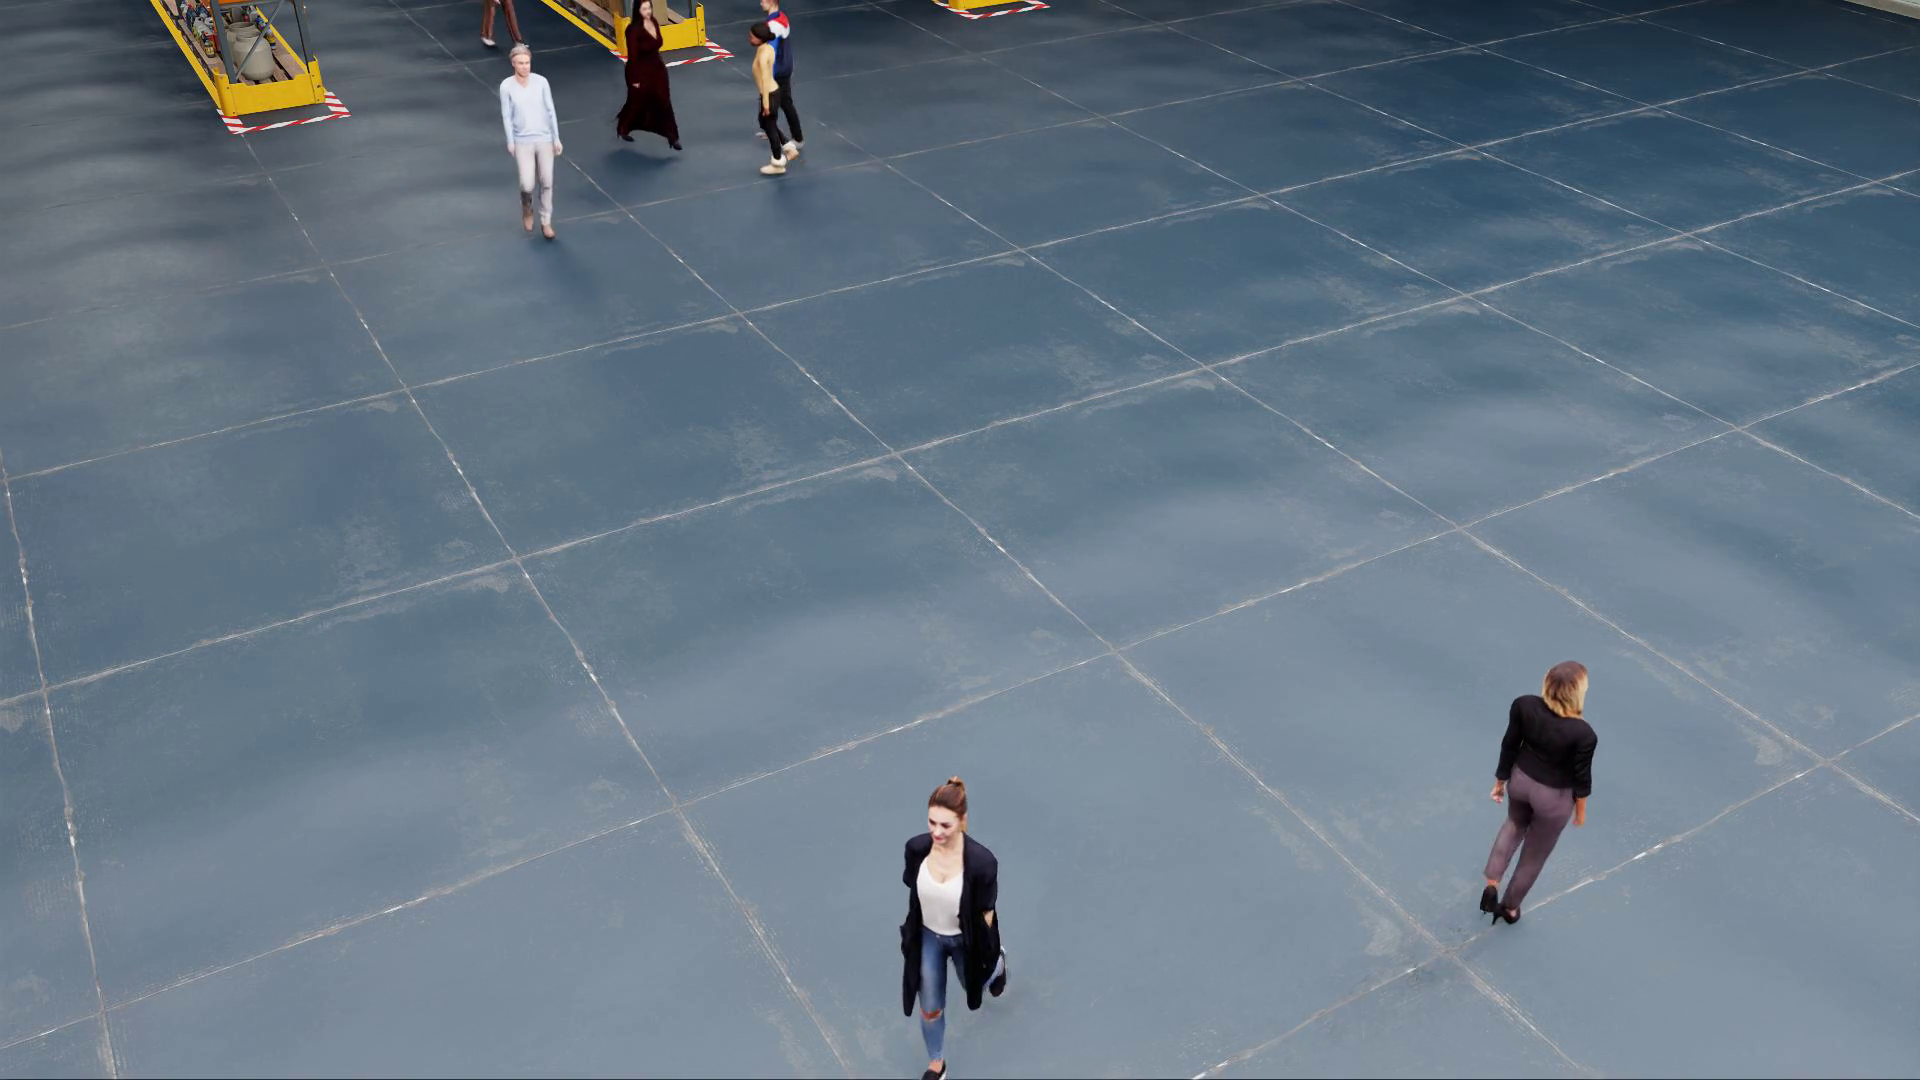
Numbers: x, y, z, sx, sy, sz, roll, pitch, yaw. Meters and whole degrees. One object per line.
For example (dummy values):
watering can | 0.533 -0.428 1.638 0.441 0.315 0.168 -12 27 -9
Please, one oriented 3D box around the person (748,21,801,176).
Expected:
person | -1.961 -4.716 17.751 0.822 1.643 0.766 4 32 6

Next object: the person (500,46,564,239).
person | -4.181 -3.885 16.214 0.668 1.879 0.718 -14 35 -22

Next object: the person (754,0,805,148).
person | -1.912 -5.208 18.440 0.965 1.740 0.925 4 32 6

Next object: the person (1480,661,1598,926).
person | 2.790 1.313 8.177 0.700 1.661 0.595 -24 39 -33

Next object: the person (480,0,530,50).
person | -6.148 -7.187 21.785 1.180 1.519 0.843 23 39 31

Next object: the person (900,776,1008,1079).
person | 0.003 1.730 7.517 1.080 1.660 1.066 13 35 20

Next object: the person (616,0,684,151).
person | -3.544 -5.137 18.370 1.233 1.695 1.034 15 35 22
